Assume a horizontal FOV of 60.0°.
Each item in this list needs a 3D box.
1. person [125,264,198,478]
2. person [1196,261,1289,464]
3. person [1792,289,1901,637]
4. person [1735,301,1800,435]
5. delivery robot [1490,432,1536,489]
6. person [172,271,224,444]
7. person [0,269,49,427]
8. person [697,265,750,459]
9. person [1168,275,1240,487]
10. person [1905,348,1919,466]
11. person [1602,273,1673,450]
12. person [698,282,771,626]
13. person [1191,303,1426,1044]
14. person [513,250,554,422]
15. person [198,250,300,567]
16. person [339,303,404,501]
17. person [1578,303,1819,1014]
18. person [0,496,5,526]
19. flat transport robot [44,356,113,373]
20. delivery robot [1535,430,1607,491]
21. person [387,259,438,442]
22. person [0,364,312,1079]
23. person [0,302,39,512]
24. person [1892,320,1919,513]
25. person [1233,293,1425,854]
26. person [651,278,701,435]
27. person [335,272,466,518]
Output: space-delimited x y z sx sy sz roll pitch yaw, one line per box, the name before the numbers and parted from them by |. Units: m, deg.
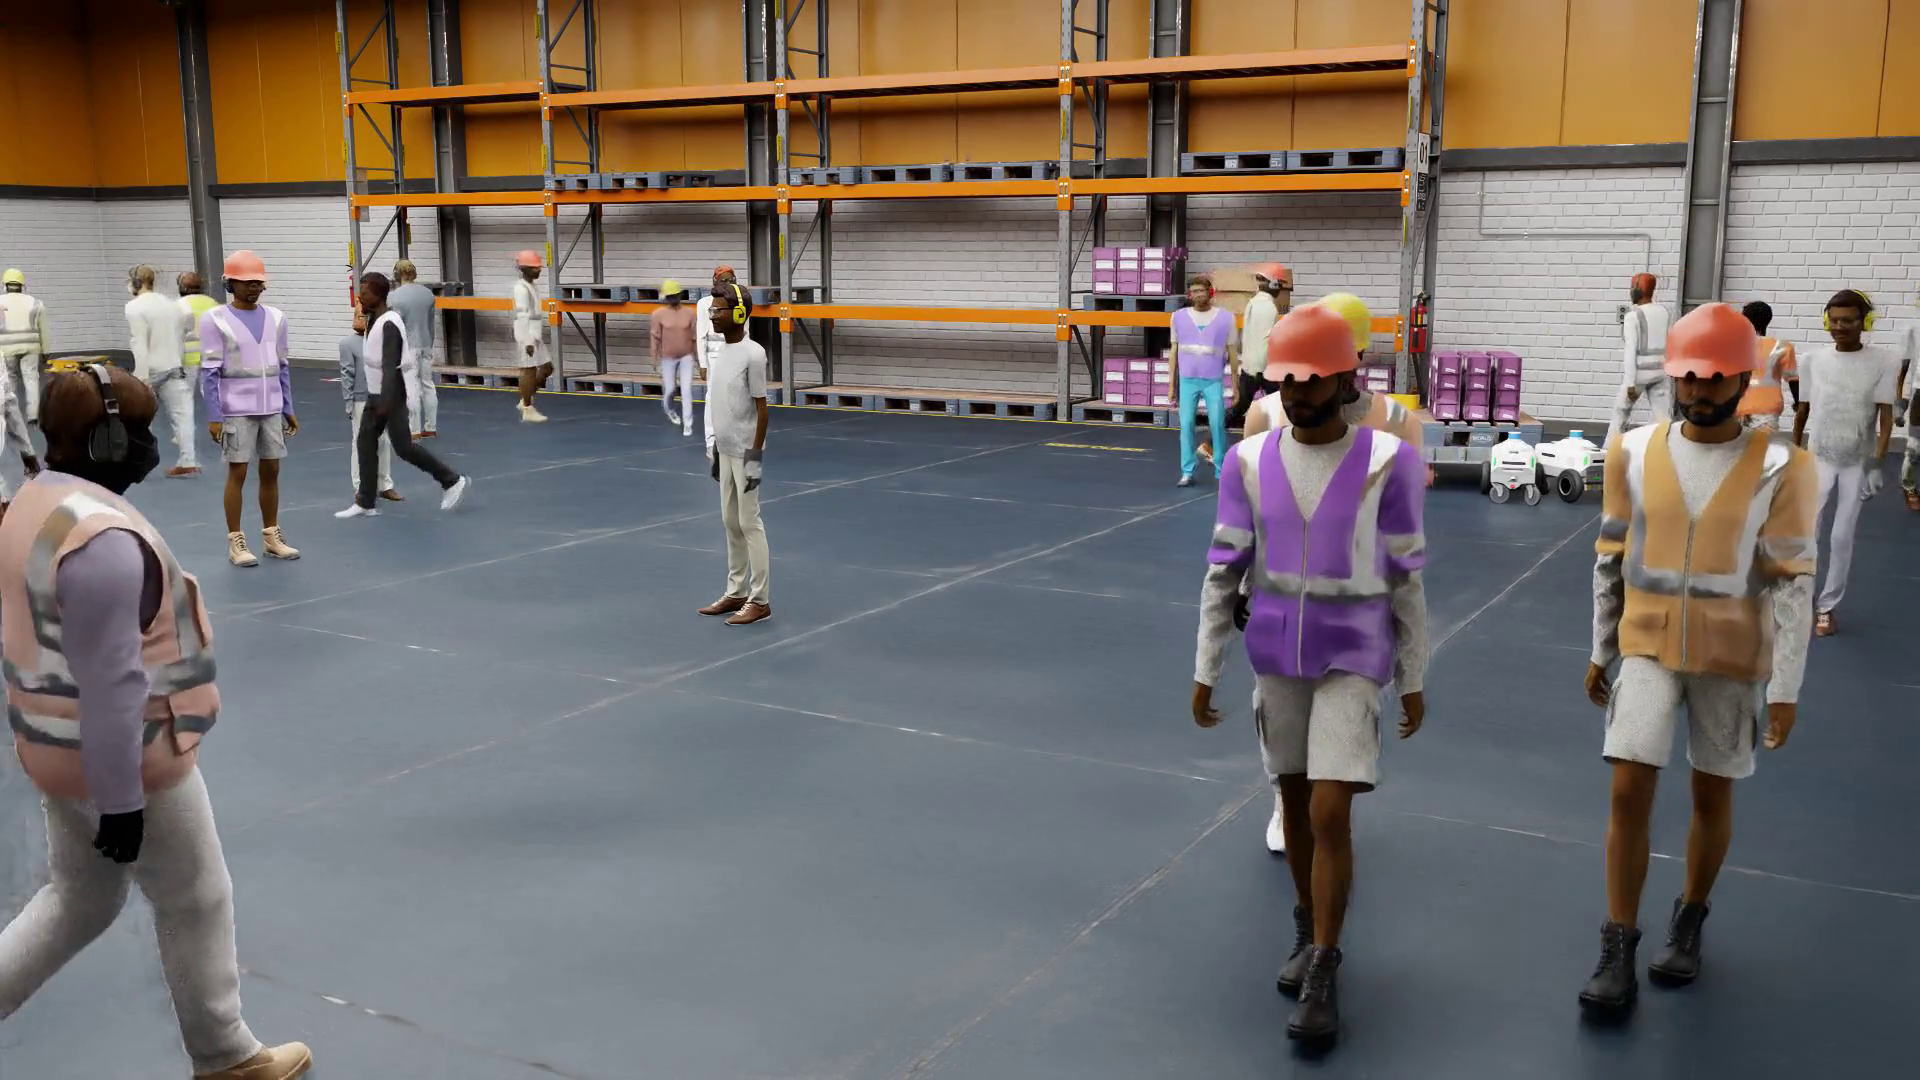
person | -7.257 -1.487 14.798 0.937 1.898 0.653 2 10 11
person | 2.765 -1.645 15.636 1.063 1.946 0.616 -2 10 -13
person | 4.623 -0.386 8.759 0.488 1.844 0.466 7 12 33
person | 6.042 -0.961 12.539 0.837 1.647 0.596 -9 13 -42
delivery robot | 4.508 -0.639 13.554 0.477 0.478 0.707 3 11 17
person | -7.881 -1.876 17.272 0.812 1.816 0.634 5 11 24
person | -10.851 -2.209 19.163 0.616 1.803 0.743 -7 12 -35
person | -2.303 -1.744 16.314 0.577 1.882 0.349 -7 12 -35
person | 2.140 -1.350 14.315 0.696 1.819 0.385 3 10 16
person | 5.950 -0.622 9.796 0.650 1.935 0.779 5 11 28
person | 6.128 -1.458 14.866 0.591 1.837 0.999 -5 11 -24
person | -1.233 -0.467 9.135 0.328 1.868 0.517 -7 12 -34
person | 0.887 0.346 4.390 0.585 1.910 0.770 6 12 30
person | -5.006 -2.380 19.514 0.428 2.026 0.643 0 10 -1
person | -4.589 -0.852 10.816 0.382 2.040 0.616 7 12 34
person | -4.736 -1.105 13.405 0.280 1.633 0.502 8 13 38
person | 1.932 0.338 4.442 0.578 1.908 0.808 7 12 33
person | -4.200 -0.142 6.798 0.735 2.000 0.714 3 10 15
flat transport robot | -14.539 -2.905 27.454 0.652 0.197 1.431 -2 10 -12
delivery robot | 5.057 -0.662 13.686 0.477 0.478 0.707 -3 11 -17
person | -5.801 -1.997 17.602 0.375 1.936 0.627 5 11 26
person | -2.023 0.505 3.814 0.840 1.814 0.624 -9 13 -42
person | -5.302 -0.499 9.215 0.928 1.896 0.574 0 10 -3
person | 7.309 -1.037 12.506 0.533 1.831 0.840 4 11 22
person | 1.219 0.142 5.547 0.622 1.910 0.458 2 10 12
person | -3.148 -2.040 18.425 0.564 1.736 0.667 -2 10 -13
person | -4.342 -1.119 12.802 0.912 1.880 0.594 -7 12 -35
